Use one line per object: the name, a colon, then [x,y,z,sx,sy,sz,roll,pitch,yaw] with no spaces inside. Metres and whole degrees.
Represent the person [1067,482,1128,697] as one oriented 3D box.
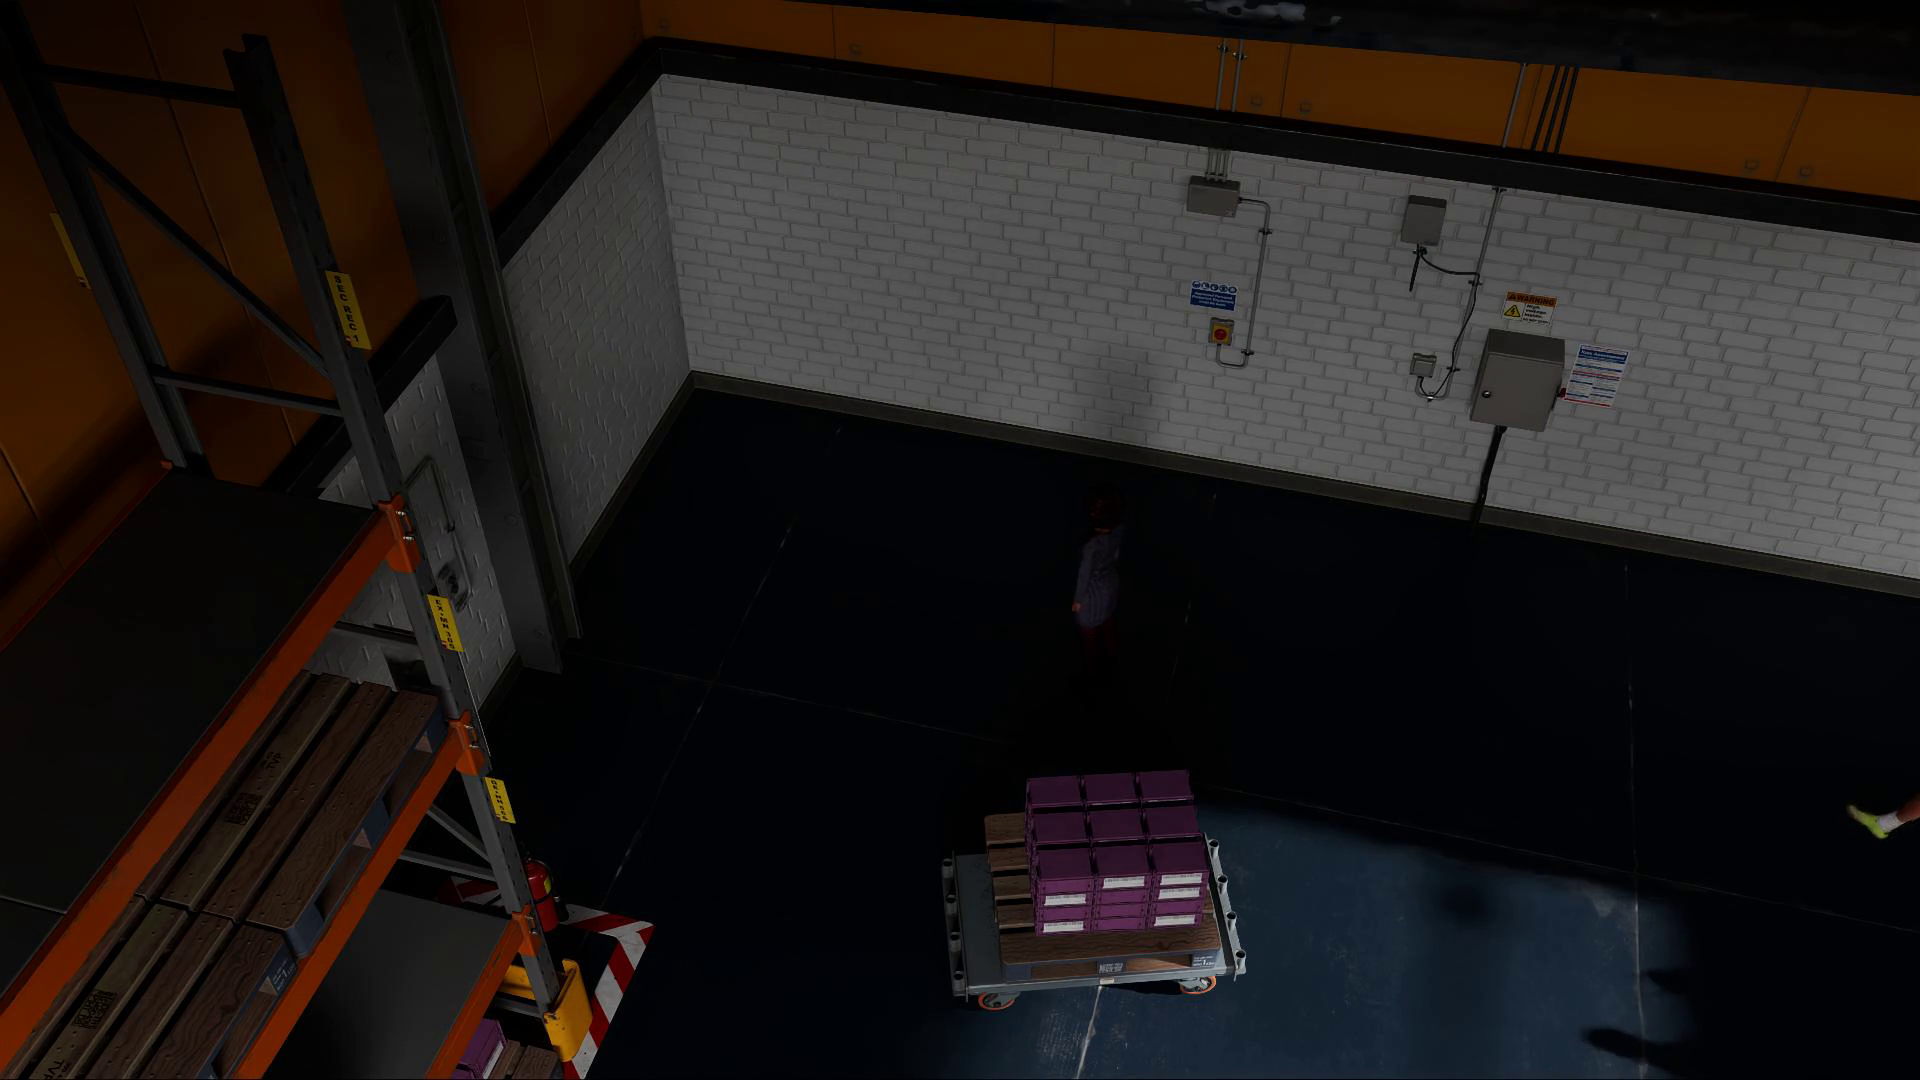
person: [0.895,0.325,10.691,0.696,1.707,0.568,28,50,26]
